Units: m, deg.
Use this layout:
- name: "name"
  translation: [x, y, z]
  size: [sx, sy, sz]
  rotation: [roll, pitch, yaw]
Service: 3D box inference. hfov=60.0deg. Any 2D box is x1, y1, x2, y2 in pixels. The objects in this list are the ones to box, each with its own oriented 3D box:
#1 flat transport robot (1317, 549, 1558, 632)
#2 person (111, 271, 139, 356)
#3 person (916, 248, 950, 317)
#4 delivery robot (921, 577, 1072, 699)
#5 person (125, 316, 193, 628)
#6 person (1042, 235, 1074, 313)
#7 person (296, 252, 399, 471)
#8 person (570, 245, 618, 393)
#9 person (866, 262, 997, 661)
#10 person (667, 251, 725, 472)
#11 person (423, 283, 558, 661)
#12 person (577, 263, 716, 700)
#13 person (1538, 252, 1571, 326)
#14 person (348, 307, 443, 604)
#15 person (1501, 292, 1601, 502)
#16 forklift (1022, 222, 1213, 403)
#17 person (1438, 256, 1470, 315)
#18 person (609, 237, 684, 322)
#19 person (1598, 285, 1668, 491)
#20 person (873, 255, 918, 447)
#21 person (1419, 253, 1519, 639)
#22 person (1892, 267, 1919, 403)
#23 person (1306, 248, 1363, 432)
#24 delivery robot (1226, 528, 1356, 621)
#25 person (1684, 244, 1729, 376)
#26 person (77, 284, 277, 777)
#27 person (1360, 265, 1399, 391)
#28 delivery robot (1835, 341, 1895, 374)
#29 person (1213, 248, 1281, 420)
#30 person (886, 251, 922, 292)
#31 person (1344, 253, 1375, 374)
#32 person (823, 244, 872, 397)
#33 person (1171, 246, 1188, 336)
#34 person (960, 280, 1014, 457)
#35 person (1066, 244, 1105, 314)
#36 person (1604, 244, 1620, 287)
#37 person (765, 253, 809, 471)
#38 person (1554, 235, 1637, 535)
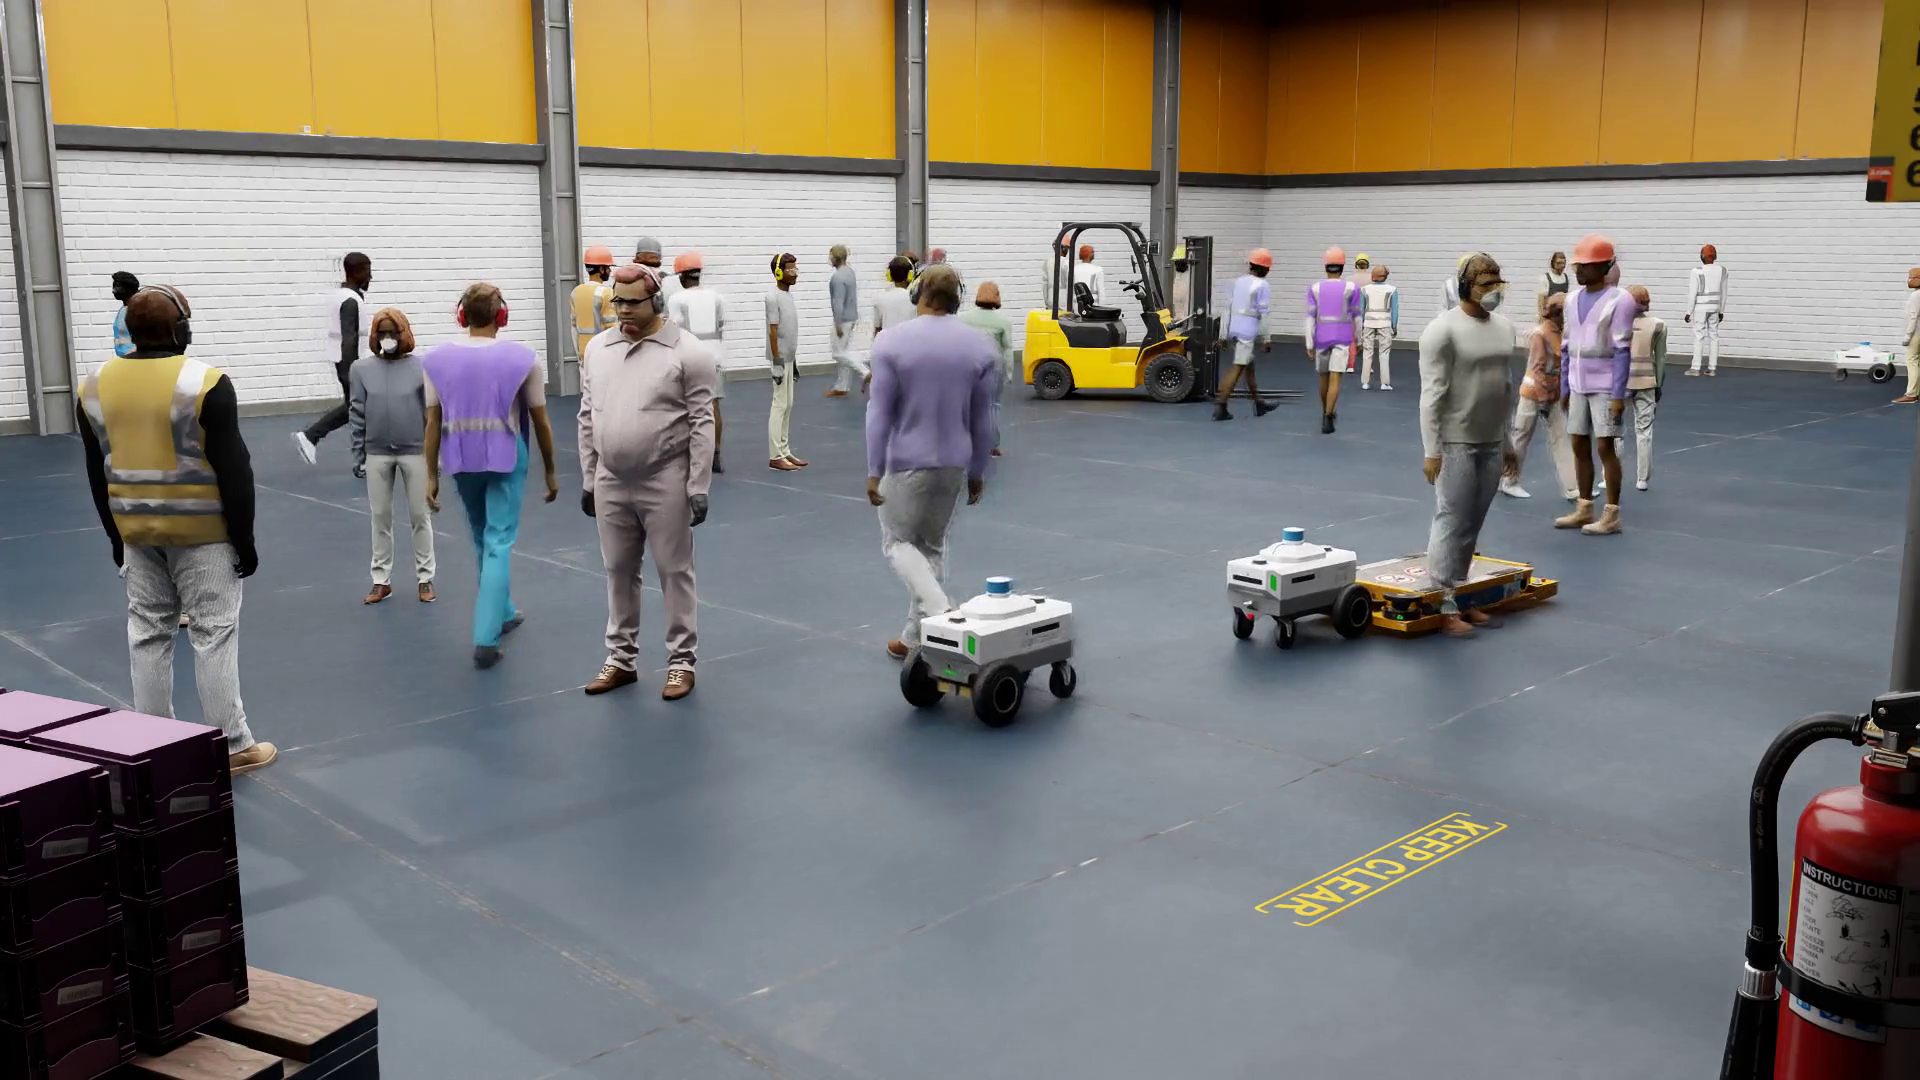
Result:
- name: "flat transport robot"
  translation: [2.561, 0.253, 8.994]
  size: [1.431, 0.197, 0.652]
  rotation: [-9, 14, -40]
- name: "person"
  translation: [-7.616, -1.625, 15.341]
  size: [0.317, 1.695, 0.540]
  rotation: [-8, 13, -38]
- name: "person"
  translation: [-0.446, -3.213, 23.598]
  size: [0.666, 1.853, 0.876]
  rotation: [5, 12, 26]
- name: "delivery robot"
  translation: [0.165, 0.402, 7.148]
  size: [0.477, 0.478, 0.707]
  rotation: [9, 14, 42]
- name: "person"
  translation: [-4.108, -0.429, 8.638]
  size: [0.533, 1.765, 0.320]
  rotation: [7, 12, 32]
- name: "person"
  translation: [1.516, -3.557, 24.957]
  size: [0.605, 2.036, 0.383]
  rotation: [9, 14, 41]
- name: "person"
  translation: [-5.273, -1.512, 14.209]
  size: [0.713, 1.888, 0.582]
  rotation: [-5, 12, -25]
- name: "person"
  translation: [-3.168, -1.623, 14.677]
  size: [0.553, 1.935, 0.362]
  rotation: [8, 13, 37]
- name: "person"
  translation: [-0.106, -0.323, 7.683]
  size: [0.652, 1.904, 0.615]
  rotation: [-5, 12, -26]
- name: "person"
  translation: [-2.311, -1.560, 14.484]
  size: [0.555, 1.866, 1.031]
  rotation: [-5, 12, -28]
- name: "person"
  translation: [-2.286, -0.338, 8.083]
  size: [0.596, 1.800, 0.953]
  rotation: [0, 10, 1]
- name: "person"
  translation: [-1.391, -0.249, 7.284]
  size: [0.638, 1.902, 0.407]
  rotation: [3, 11, 16]
- name: "person"
  translation: [8.333, -3.130, 23.313]
  size: [0.520, 1.784, 0.982]
  rotation: [-2, 11, -12]
- name: "person"
  translation: [-3.102, -0.461, 9.169]
  size: [0.498, 1.632, 0.286]
  rotation: [-1, 10, -7]
- name: "person"
  translation: [4.482, -1.073, 12.588]
  size: [0.522, 1.587, 0.834]
  rotation: [-8, 13, -37]
- name: "forklift"
  translation: [1.935, -2.847, 20.651]
  size: [2.313, 2.155, 1.214]
  rotation: [2, 11, 13]
- name: "person"
  translation: [6.391, -2.711, 21.145]
  size: [0.605, 1.743, 0.987]
  rotation: [1, 10, 8]
- name: "person"
  translation: [-2.848, -1.754, 15.107]
  size: [0.790, 2.000, 0.600]
  rotation: [0, 10, -1]
- name: "person"
  translation: [5.315, -1.195, 13.167]
  size: [0.511, 1.637, 0.307]
  rotation: [1, 10, 4]
- name: "person"
  translation: [-0.475, -1.486, 14.160]
  size: [0.577, 1.848, 0.563]
  rotation: [4, 11, 21]
- name: "person"
  translation: [2.610, -0.478, 8.472]
  size: [0.651, 1.930, 0.447]
  rotation: [-7, 13, -34]
- name: "person"
  translation: [11.563, -2.478, 20.168]
  size: [0.288, 1.634, 0.499]
  rotation: [9, 13, 39]
- name: "person"
  translation: [3.891, -2.077, 17.313]
  size: [0.550, 1.888, 1.008]
  rotation: [5, 12, 26]
- name: "delivery robot"
  translation: [1.666, 0.182, 8.352]
  size: [0.707, 0.478, 0.477]
  rotation: [-9, 14, -40]
- name: "person"
  translation: [10.748, -3.302, 23.972]
  size: [0.573, 1.886, 0.355]
  rotation: [-1, 10, -6]
- name: "person"
  translation: [-2.901, -0.021, 6.199]
  size: [0.626, 1.847, 0.429]
  rotation: [2, 11, 8]
- name: "person"
  translation: [5.456, -2.765, 21.724]
  size: [0.520, 1.636, 0.312]
  rotation: [6, 12, 28]
- name: "delivery robot"
  translation: [12.518, -2.508, 23.016]
  size: [0.707, 0.478, 0.477]
  rotation: [7, 13, 35]
- name: "person"
  translation: [3.184, -2.261, 18.317]
  size: [1.003, 1.865, 0.563]
  rotation: [-5, 12, -27]
- name: "person"
  translation: [-0.593, -2.420, 19.281]
  size: [0.626, 1.846, 0.429]
  rotation: [3, 11, 13]
- name: "person"
  translation: [5.877, -3.315, 24.385]
  size: [0.524, 1.764, 0.323]
  rotation: [2, 11, 11]
- name: "person"
  translation: [-1.384, -2.709, 20.669]
  size: [0.638, 1.923, 0.634]
  rotation: [2, 11, 13]
- name: "person"
  translation: [3.037, -3.077, 22.789]
  size: [1.029, 1.868, 0.594]
  rotation: [-4, 11, -22]
- name: "person"
  translation: [0.228, -1.529, 15.034]
  size: [0.532, 1.620, 0.595]
  rotation: [2, 11, 9]
- name: "person"
  translation: [1.864, -3.423, 24.643]
  size: [0.585, 1.880, 0.337]
  rotation: [4, 11, 22]
- name: "person"
  translation: [9.223, -3.308, 23.952]
  size: [0.408, 1.909, 0.638]
  rotation: [8, 13, 36]
- name: "person"
  translation: [-1.510, -1.538, 14.411]
  size: [0.328, 1.867, 0.514]
  rotation: [2, 11, 10]
- name: "person"
  translation: [4.274, -1.040, 11.295]
  size: [0.452, 2.027, 0.610]
  rotation: [-5, 11, -24]
